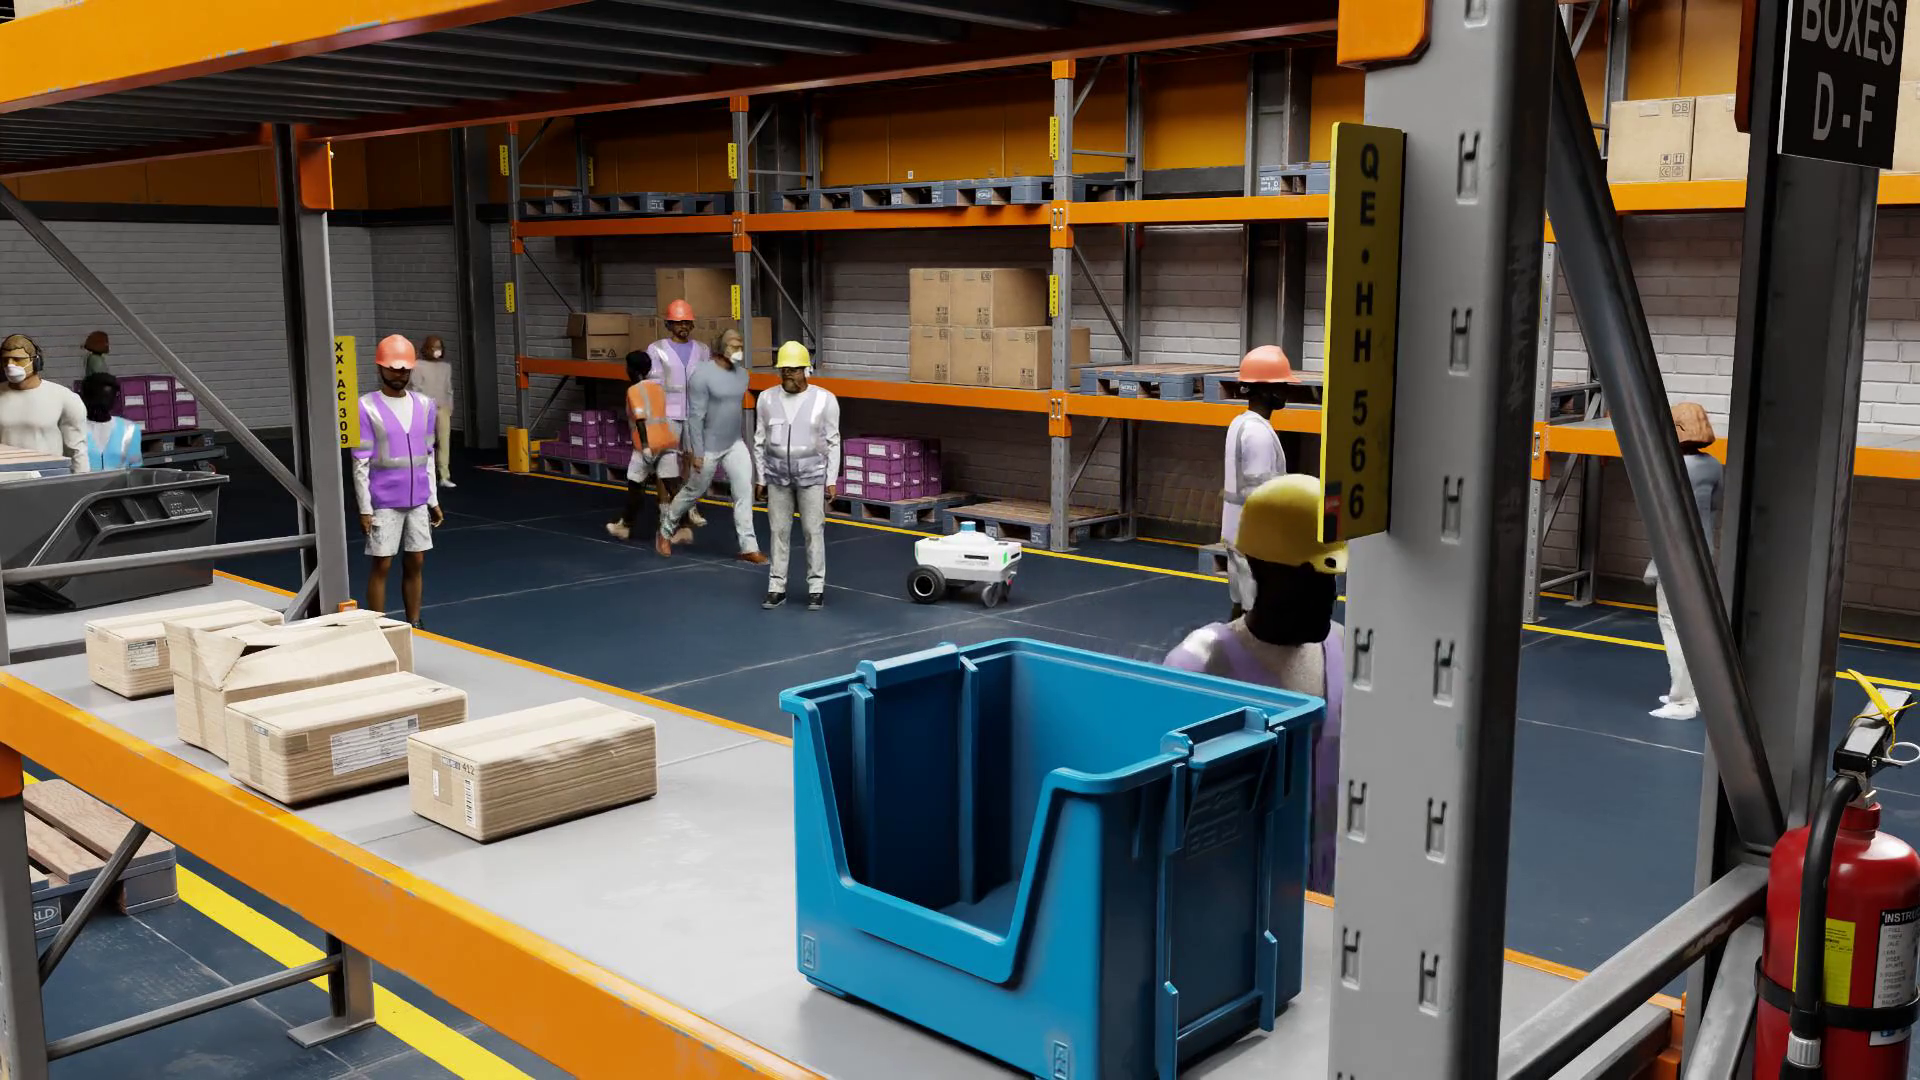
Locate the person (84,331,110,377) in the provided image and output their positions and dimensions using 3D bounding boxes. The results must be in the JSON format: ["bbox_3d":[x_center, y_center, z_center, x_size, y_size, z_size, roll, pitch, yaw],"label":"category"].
[{"bbox_3d":[-9.606,-1.524,18.629,0.371,1.621,0.507,-6,11,-33],"label":"person"}]

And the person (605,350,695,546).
[{"bbox_3d":[-2.613,-0.773,13.995,0.926,1.620,0.540,5,10,26],"label":"person"}]

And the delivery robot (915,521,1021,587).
[{"bbox_3d":[0.059,0.115,11.565,0.707,0.478,0.477,3,10,21],"label":"delivery robot"}]

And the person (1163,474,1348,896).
[{"bbox_3d":[0.739,0.800,3.584,0.616,1.876,0.960,-7,12,-38],"label":"person"}]

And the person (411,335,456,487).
[{"bbox_3d":[-5.615,-1.371,17.683,0.526,1.620,0.511,8,12,39],"label":"person"}]

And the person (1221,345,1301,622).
[{"bbox_3d":[1.490,0.005,8.292,0.360,1.939,0.543,0,9,-2],"label":"person"}]

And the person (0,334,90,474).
[{"bbox_3d":[-5.438,-0.234,9.763,0.627,1.940,0.373,-2,9,-10],"label":"person"}]

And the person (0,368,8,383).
[{"bbox_3d":[-7.900,-0.838,13.284,0.610,1.996,0.378,-5,11,-30],"label":"person"}]

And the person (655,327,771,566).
[{"bbox_3d":[-1.975,-0.752,13.177,1.088,1.881,0.648,8,12,39],"label":"person"}]

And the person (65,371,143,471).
[{"bbox_3d":[-5.597,-0.274,10.825,0.529,1.670,0.799,-6,11,-34],"label":"person"}]

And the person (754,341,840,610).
[{"bbox_3d":[-1.110,-0.431,11.291,0.591,1.833,0.403,1,9,9],"label":"person"}]

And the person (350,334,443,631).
[{"bbox_3d":[-3.295,-0.240,9.807,0.375,1.934,0.548,7,12,38],"label":"person"}]

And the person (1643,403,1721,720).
[{"bbox_3d":[3.750,0.120,8.592,0.511,1.647,0.398,-7,11,-36],"label":"person"}]

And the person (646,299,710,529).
[{"bbox_3d":[-2.488,-1.120,14.869,0.608,2.045,0.390,-6,11,-33],"label":"person"}]
